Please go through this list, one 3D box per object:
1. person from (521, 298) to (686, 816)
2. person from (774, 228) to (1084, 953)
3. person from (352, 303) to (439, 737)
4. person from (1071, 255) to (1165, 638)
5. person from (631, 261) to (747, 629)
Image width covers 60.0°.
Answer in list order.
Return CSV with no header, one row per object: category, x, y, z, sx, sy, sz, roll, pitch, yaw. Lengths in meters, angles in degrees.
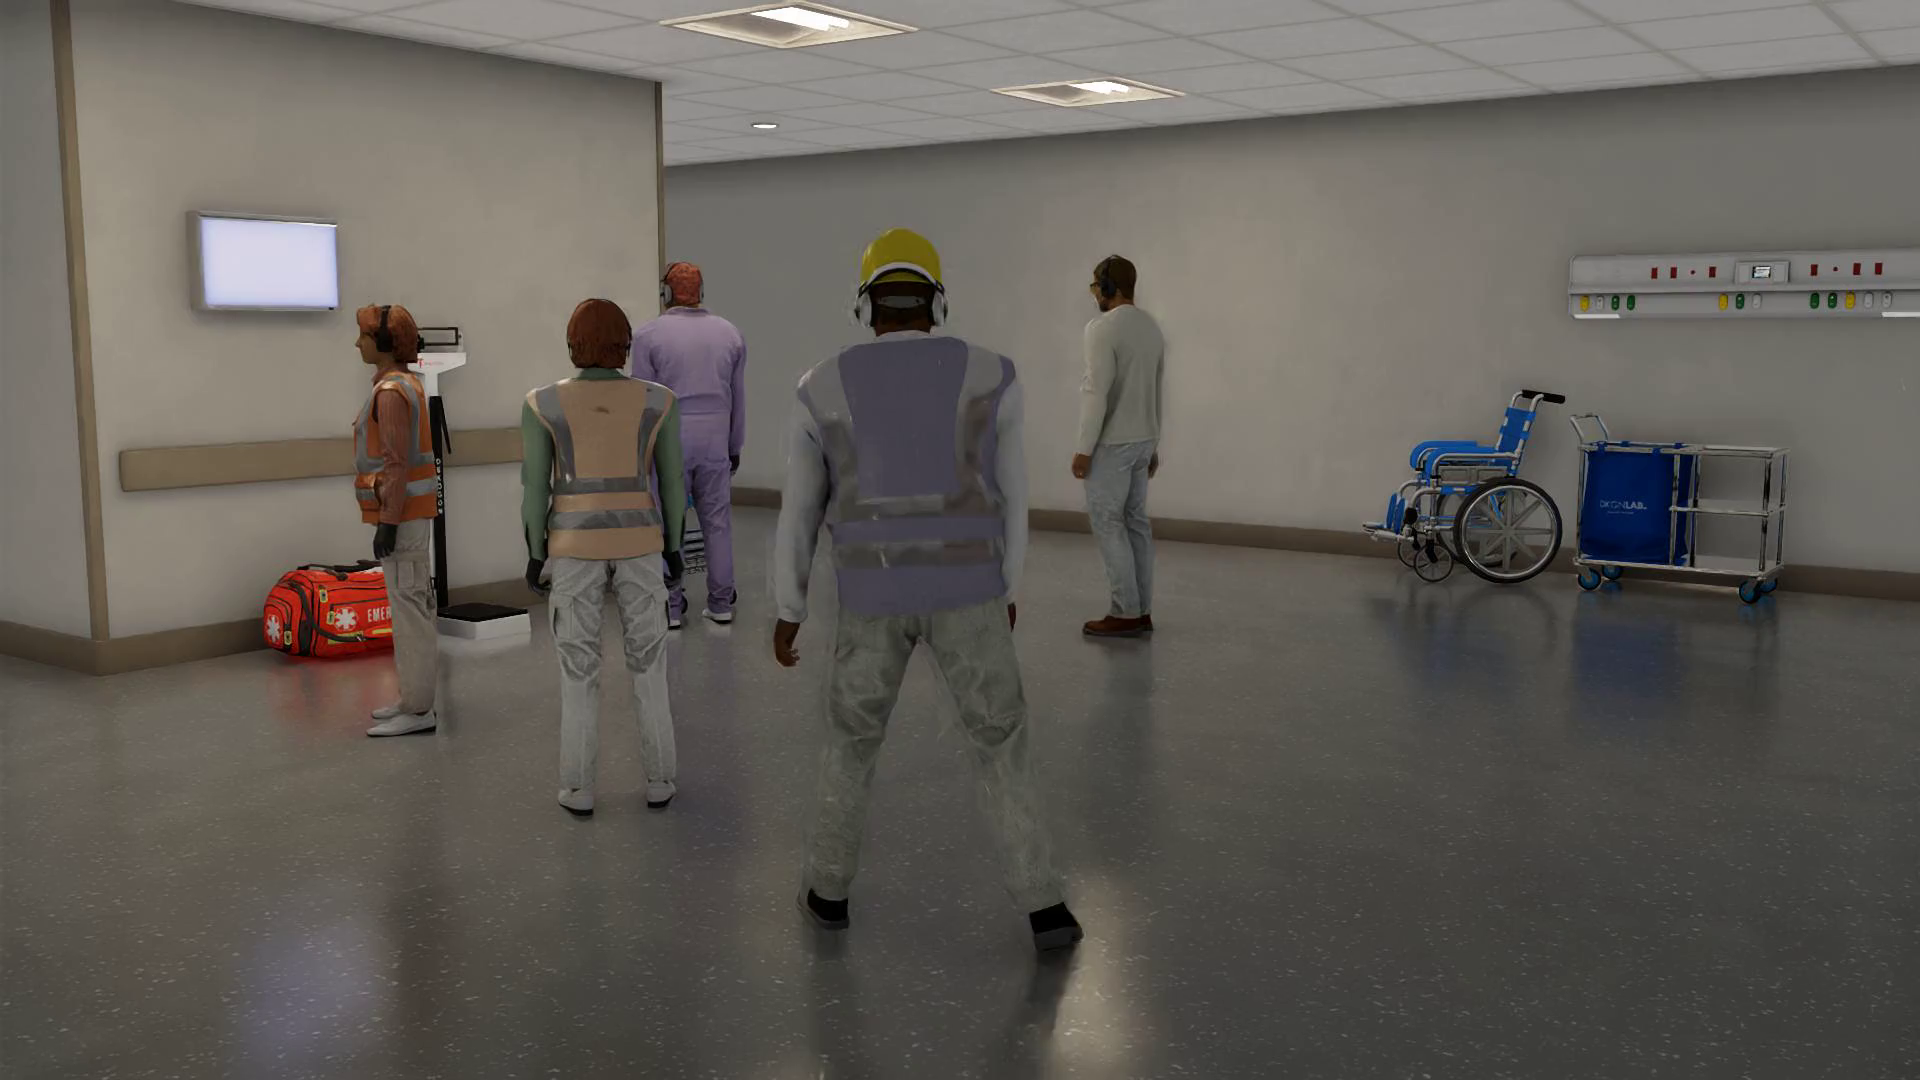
person,-1.130,0.055,5.304,0.517,1.639,0.313,-2,7,-18
person,-0.084,0.128,4.160,0.769,1.790,0.526,1,7,4
person,-2.149,-0.076,6.357,0.310,1.642,0.514,-2,7,-13
person,0.819,-0.472,8.424,0.368,1.925,0.644,5,8,32
person,-1.428,-0.490,8.671,0.651,1.904,0.400,-5,9,-34
